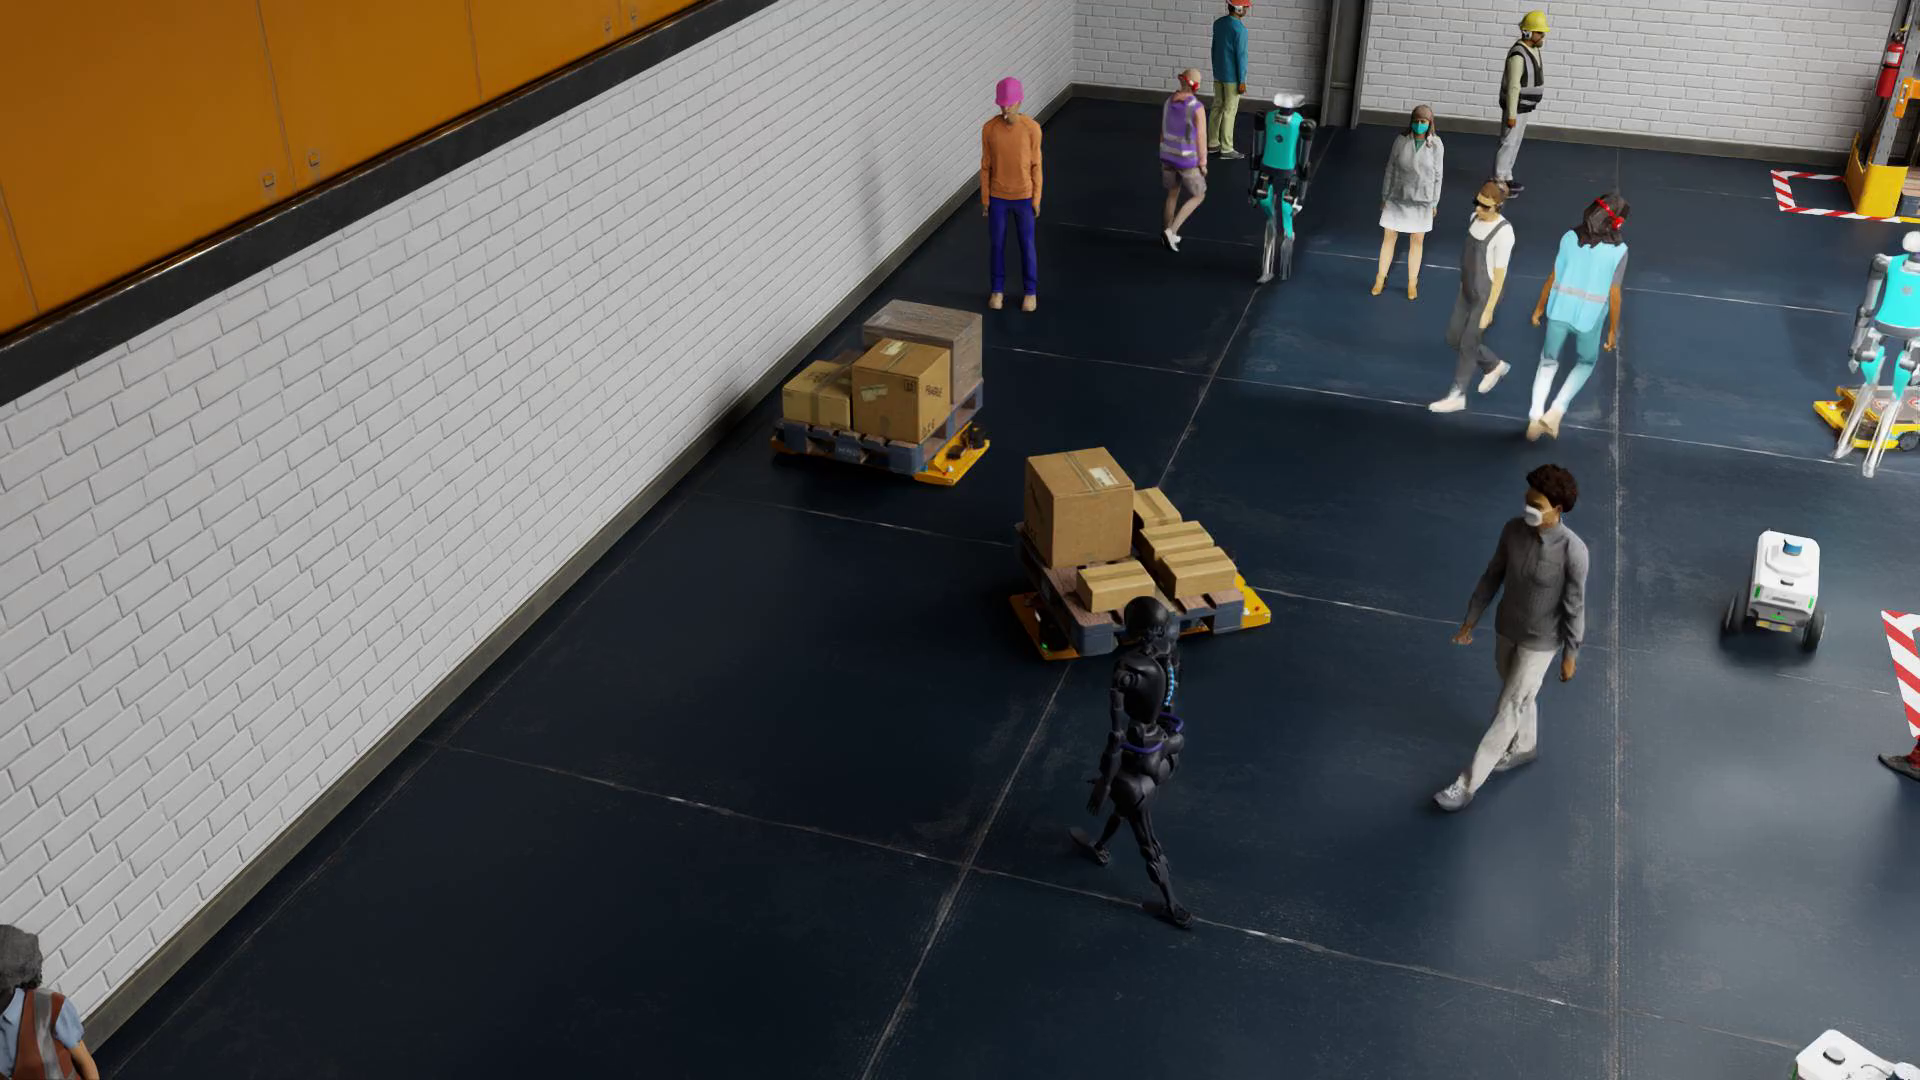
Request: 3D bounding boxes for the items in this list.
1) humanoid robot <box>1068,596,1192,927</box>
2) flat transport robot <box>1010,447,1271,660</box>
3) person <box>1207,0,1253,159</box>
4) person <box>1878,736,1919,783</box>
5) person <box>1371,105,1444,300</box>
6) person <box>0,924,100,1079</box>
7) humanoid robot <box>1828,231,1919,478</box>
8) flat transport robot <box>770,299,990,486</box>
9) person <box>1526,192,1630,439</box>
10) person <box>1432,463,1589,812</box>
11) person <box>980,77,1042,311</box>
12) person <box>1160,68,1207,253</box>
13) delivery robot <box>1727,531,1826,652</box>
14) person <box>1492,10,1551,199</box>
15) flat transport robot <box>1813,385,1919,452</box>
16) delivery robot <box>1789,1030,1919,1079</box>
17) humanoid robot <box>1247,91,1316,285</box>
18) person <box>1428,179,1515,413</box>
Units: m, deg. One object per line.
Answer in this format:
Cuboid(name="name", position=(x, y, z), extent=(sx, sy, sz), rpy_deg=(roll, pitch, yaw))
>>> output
Cuboid(name="humanoid robot", position=(0.807, 0.987, 7.609), extent=(0.789, 1.625, 0.607), rpy_deg=(21, 36, 31))
Cuboid(name="flat transport robot", position=(1.078, 0.375, 9.988), extent=(1.431, 0.231, 0.659), rpy_deg=(-9, 32, -14))
Cuboid(name="person", position=(2.861, -4.917, 17.526), extent=(0.343, 1.746, 0.571), rpy_deg=(-13, 33, -21))
Cuboid(name="person", position=(5.092, 0.434, 8.410), extent=(0.532, 1.765, 0.316), rpy_deg=(-12, 33, -20))
Cuboid(name="person", position=(3.810, -2.856, 14.110), extent=(0.481, 1.659, 0.339), rpy_deg=(10, 32, 16))
Cuboid(name="person", position=(-3.201, 2.015, 5.793), extent=(0.435, 1.689, 0.311), rpy_deg=(-11, 32, -18))
Cuboid(name="humanoid robot", position=(6.407, -1.317, 11.405), extent=(0.535, 1.770, 0.753), rpy_deg=(20, 36, 30))
Cuboid(name="flat transport robot", position=(-0.568, -0.724, 11.857), extent=(1.431, 0.231, 0.659), rpy_deg=(13, 33, 20))
Cuboid(name="person", position=(4.321, -1.544, 11.690), extent=(0.638, 1.850, 0.452), rpy_deg=(21, 36, 31))
Cuboid(name="person", position=(2.725, 0.482, 8.246), extent=(0.892, 1.854, 0.553), rpy_deg=(-16, 34, -25))
Cuboid(name="person", position=(0.420, -2.868, 13.830), extent=(0.518, 1.971, 0.404), rpy_deg=(5, 31, 9))
Cuboid(name="person", position=(1.977, -3.408, 15.026), extent=(0.480, 1.680, 0.516), rpy_deg=(-22, 37, -33))
Cuboid(name="delivery robot", position=(4.891, 0.256, 9.889), extent=(0.499, 0.575, 0.759), rpy_deg=(13, 33, 21))
Cuboid(name="person", position=(5.517, -4.293, 16.399), extent=(0.403, 1.827, 0.594), rpy_deg=(18, 35, 27))
Cuboid(name="flat transport robot", position=(7.100, -0.893, 12.144), extent=(1.431, 0.231, 0.659), rpy_deg=(0, 30, -1))
Cuboid(name="delivery robot", position=(3.610, 2.281, 6.457), extent=(0.499, 0.589, 0.790), rpy_deg=(-21, 36, -31))
Cuboid(name="humanoid robot", position=(2.798, -2.972, 14.347), extent=(0.555, 1.906, 0.707), rpy_deg=(16, 34, 25))
Cuboid(name="person", position=(3.832, -1.769, 12.105), extent=(0.556, 1.819, 0.507), rpy_deg=(-8, 31, -13))
